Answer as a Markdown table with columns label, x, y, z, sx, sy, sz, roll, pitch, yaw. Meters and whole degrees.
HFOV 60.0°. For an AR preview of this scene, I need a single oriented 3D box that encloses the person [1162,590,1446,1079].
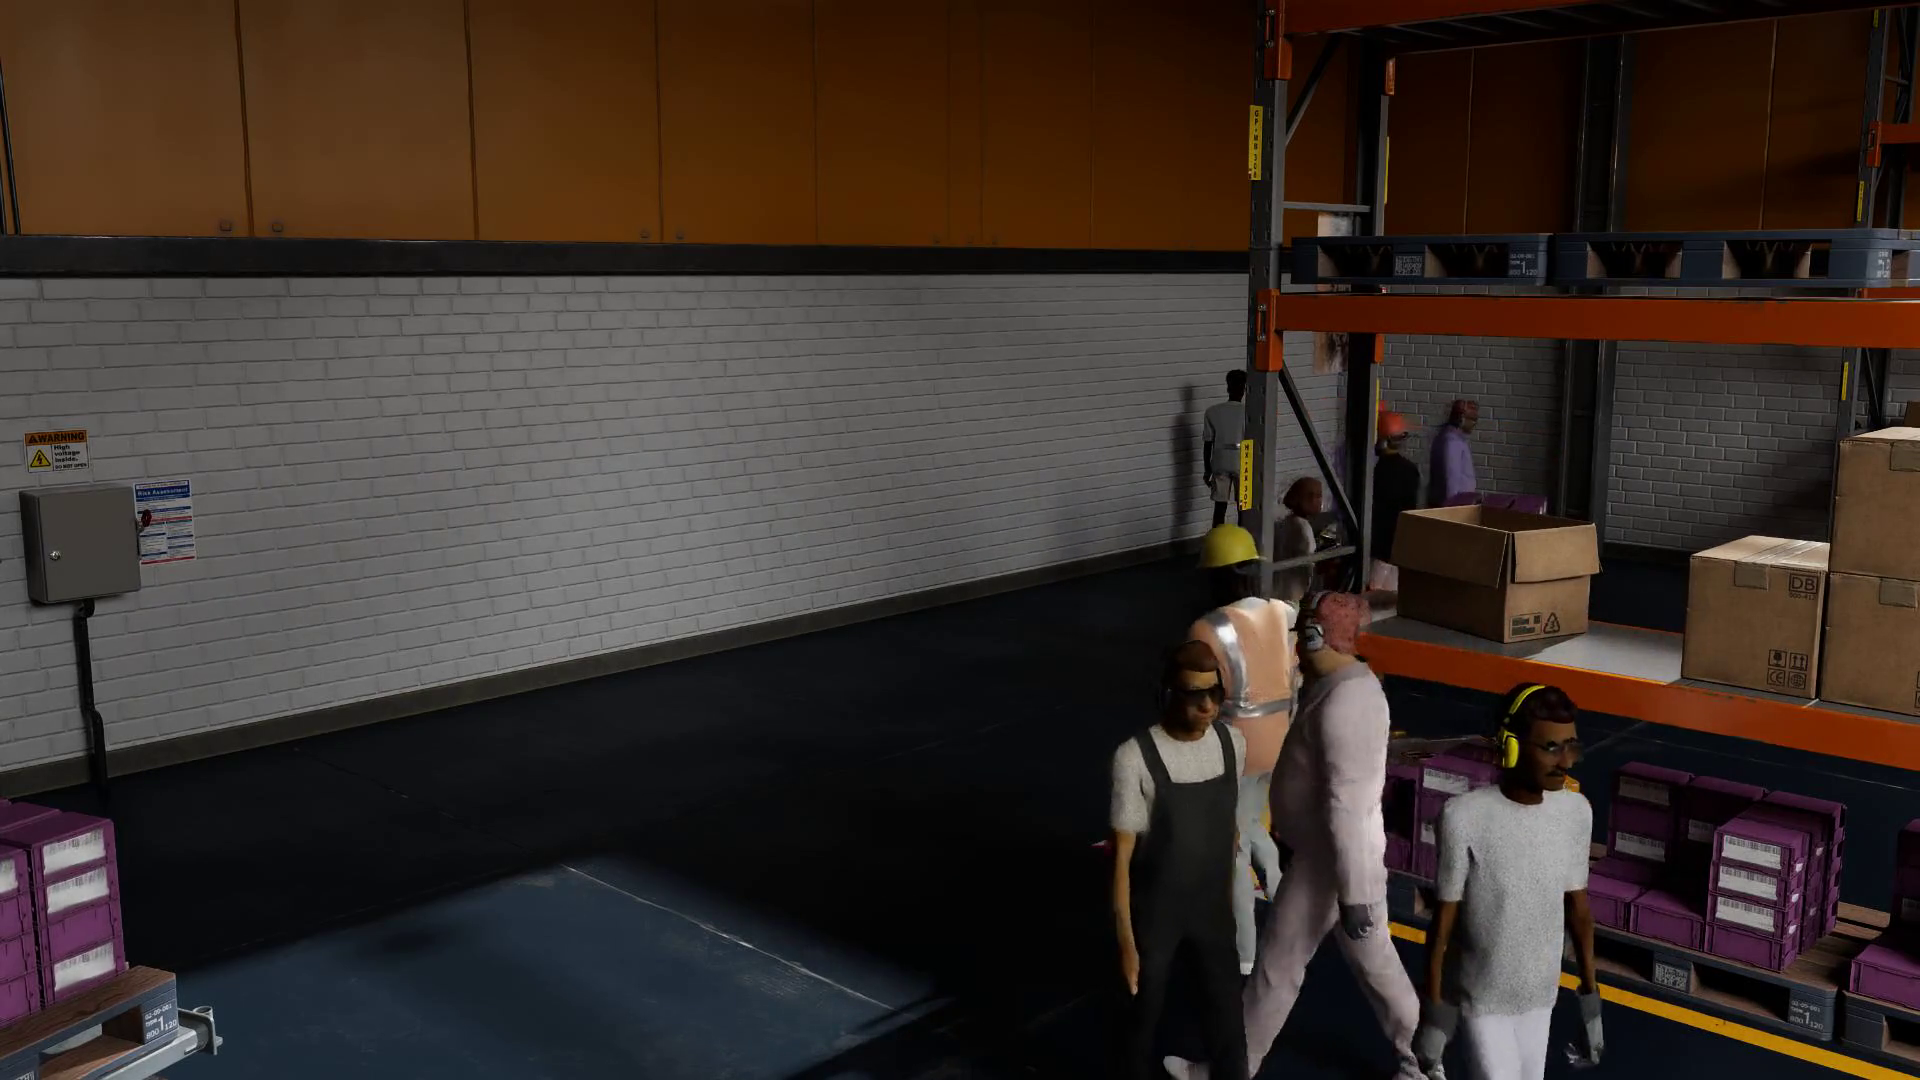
| label | x | y | z | sx | sy | sz | roll | pitch | yaw |
| --- | --- | --- | --- | --- | --- | --- | --- | --- | --- |
| person | 1.277 | 1.100 | 5.807 | 0.960 | 1.847 | 0.655 | 4 | 10 | 21 |

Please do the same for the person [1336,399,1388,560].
| label | x | y | z | sx | sy | sz | roll | pitch | yaw |
| --- | --- | --- | --- | --- | --- | --- | --- | --- | --- |
| person | 3.276 | -0.224 | 13.761 | 0.955 | 1.899 | 0.566 | -5 | 10 | -28 |

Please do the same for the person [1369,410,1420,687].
| label | x | y | z | sx | sy | sz | roll | pitch | yaw |
| --- | --- | --- | --- | --- | --- | --- | --- | --- | --- |
| person | 3.016 | 0.081 | 11.619 | 0.621 | 1.975 | 0.680 | -8 | 12 | -41 |

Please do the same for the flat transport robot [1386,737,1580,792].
| label | x | y | z | sx | sy | sz | roll | pitch | yaw |
| --- | --- | --- | --- | --- | --- | --- | --- | --- | --- |
| flat transport robot | 2.666 | 1.298 | 9.367 | 1.431 | 0.197 | 0.652 | -2 | 9 | -12 |

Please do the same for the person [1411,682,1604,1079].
| label | x | y | z | sx | sy | sz | roll | pitch | yaw |
| --- | --- | --- | --- | --- | --- | --- | --- | --- | --- |
| person | 1.523 | 1.296 | 4.554 | 0.549 | 1.851 | 0.440 | -4 | 10 | -22 |

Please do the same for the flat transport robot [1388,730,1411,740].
| label | x | y | z | sx | sy | sz | roll | pitch | yaw |
| --- | --- | --- | --- | --- | --- | --- | --- | --- | --- |
| flat transport robot | 2.193 | 1.144 | 10.310 | 0.652 | 0.197 | 1.431 | -2 | 9 | -12 |

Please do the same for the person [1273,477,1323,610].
| label | x | y | z | sx | sy | sz | roll | pitch | yaw |
| --- | --- | --- | --- | --- | --- | --- | --- | --- | --- |
| person | 2.275 | 0.376 | 10.992 | 0.847 | 1.582 | 0.492 | 1 | 9 | 5 |

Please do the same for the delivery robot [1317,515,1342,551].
| label | x | y | z | sx | sy | sz | roll | pitch | yaw |
| --- | --- | --- | --- | --- | --- | --- | --- | --- | --- |
| delivery robot | 3.692 | 0.000 | 16.170 | 0.477 | 0.478 | 0.707 | 3 | 10 | 21 |

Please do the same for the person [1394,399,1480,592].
| label | x | y | z | sx | sy | sz | roll | pitch | yaw |
| --- | --- | --- | --- | --- | --- | --- | --- | --- | --- |
| person | 4.077 | -0.280 | 14.168 | 0.724 | 1.872 | 0.708 | 2 | 9 | 11 |

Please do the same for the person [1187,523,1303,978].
| label | x | y | z | sx | sy | sz | roll | pitch | yaw |
| --- | --- | --- | --- | --- | --- | --- | --- | --- | --- |
| person | 1.170 | 0.885 | 6.933 | 0.585 | 1.904 | 0.514 | -7 | 12 | -39 |

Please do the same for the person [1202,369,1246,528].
| label | x | y | z | sx | sy | sz | roll | pitch | yaw |
| --- | --- | --- | --- | --- | --- | --- | --- | --- | --- |
| person | 2.717 | -0.715 | 16.533 | 0.611 | 1.961 | 0.364 | 4 | 10 | 23 |

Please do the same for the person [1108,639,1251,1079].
| label | x | y | z | sx | sy | sz | roll | pitch | yaw |
| --- | --- | --- | --- | --- | --- | --- | --- | --- | --- |
| person | 0.728 | 1.212 | 5.182 | 0.542 | 1.800 | 0.927 | -4 | 10 | -23 |
